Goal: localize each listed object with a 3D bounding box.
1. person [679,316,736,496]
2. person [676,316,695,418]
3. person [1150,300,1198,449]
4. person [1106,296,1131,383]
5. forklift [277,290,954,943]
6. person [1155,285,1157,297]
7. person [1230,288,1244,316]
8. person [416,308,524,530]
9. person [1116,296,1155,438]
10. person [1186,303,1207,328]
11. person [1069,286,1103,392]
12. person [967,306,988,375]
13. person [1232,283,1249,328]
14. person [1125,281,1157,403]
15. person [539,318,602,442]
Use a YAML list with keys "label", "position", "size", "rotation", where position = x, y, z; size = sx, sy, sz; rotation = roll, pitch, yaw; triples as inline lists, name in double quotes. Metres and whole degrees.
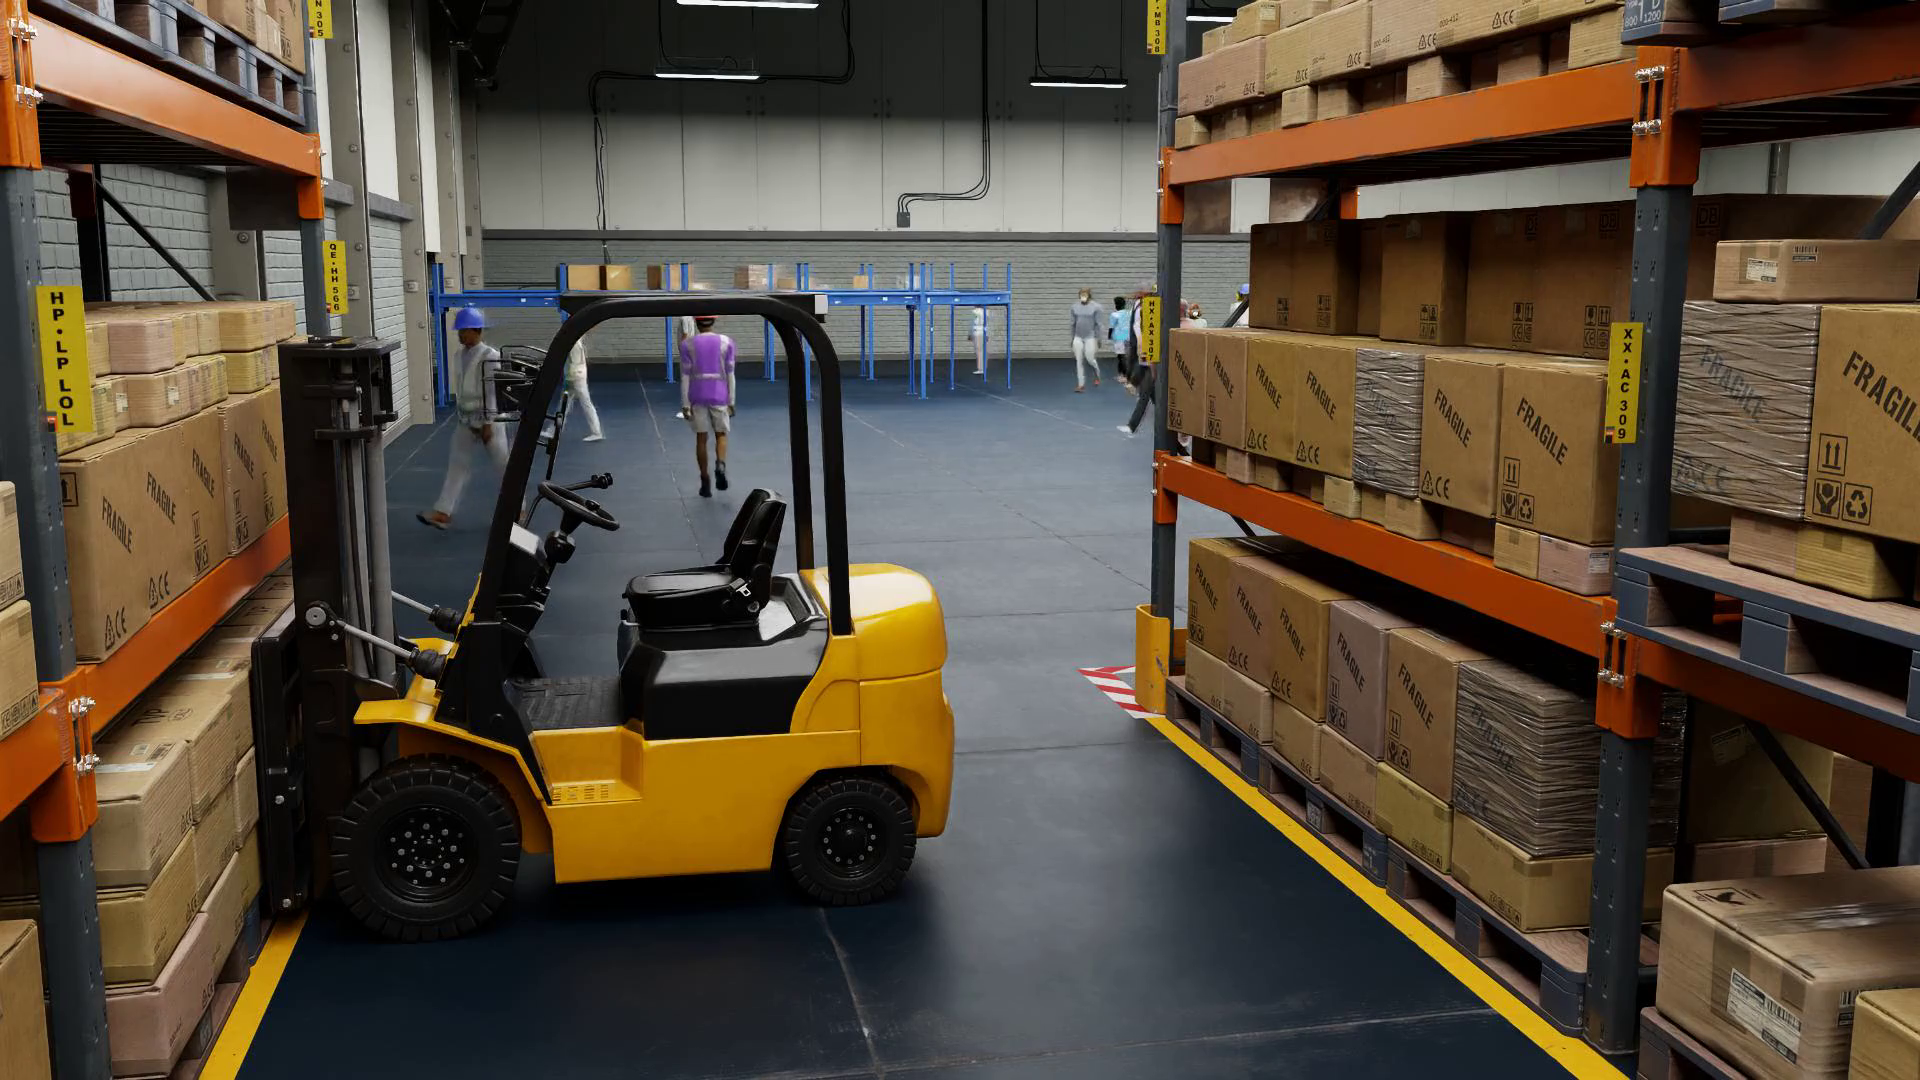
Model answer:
- label: "person"
  position: [-2.482, -1.395, 16.380]
  size: [0.555, 1.927, 0.491]
  rotation: [-2, 10, -12]
- label: "person"
  position: [-4.131, -2.770, 25.007]
  size: [0.311, 1.858, 0.510]
  rotation: [-1, 9, -6]
- label: "person"
  position: [2.648, -2.007, 20.381]
  size: [0.639, 1.861, 1.011]
  rotation: [1, 9, 7]
- label: "person"
  position: [3.076, -3.896, 32.386]
  size: [0.536, 1.667, 0.692]
  rotation: [-8, 12, -39]
- label: "forklift"
  position: [-1.179, 0.175, 6.143]
  size: [2.313, 2.155, 1.214]
  rotation: [-2, 10, -12]
- label: "person"
  position: [4.034, -4.335, 34.490]
  size: [0.603, 1.877, 1.002]
  rotation: [-2, 9, -9]
- label: "person"
  position: [5.529, -4.017, 32.639]
  size: [0.540, 1.842, 0.581]
  rotation: [-3, 10, -17]
- label: "person"
  position: [-4.183, -1.023, 14.217]
  size: [0.637, 1.889, 1.011]
  rotation: [6, 11, 34]
- label: "person"
  position: [2.437, -2.276, 21.934]
  size: [1.012, 1.864, 0.617]
  rotation: [-6, 11, -32]
- label: "person"
  position: [4.045, -3.292, 28.854]
  size: [0.502, 1.633, 0.280]
  rotation: [-2, 10, -13]
- label: "person"
  position: [2.302, -3.658, 30.221]
  size: [0.625, 1.918, 0.574]
  rotation: [5, 11, 29]
- label: "person"
  position: [0.383, -4.295, 35.001]
  size: [0.395, 1.626, 0.532]
  rotation: [6, 11, 31]
- label: "person"
  position: [5.345, -3.812, 31.062]
  size: [0.605, 1.948, 0.384]
  rotation: [7, 12, 38]
- label: "person"
  position: [3.126, -3.309, 27.848]
  size: [0.535, 2.000, 0.705]
  rotation: [-3, 10, -15]
- label: "person"
  position: [-5.014, -2.046, 21.352]
  size: [0.848, 1.587, 0.540]
  rotation: [-4, 10, -21]
